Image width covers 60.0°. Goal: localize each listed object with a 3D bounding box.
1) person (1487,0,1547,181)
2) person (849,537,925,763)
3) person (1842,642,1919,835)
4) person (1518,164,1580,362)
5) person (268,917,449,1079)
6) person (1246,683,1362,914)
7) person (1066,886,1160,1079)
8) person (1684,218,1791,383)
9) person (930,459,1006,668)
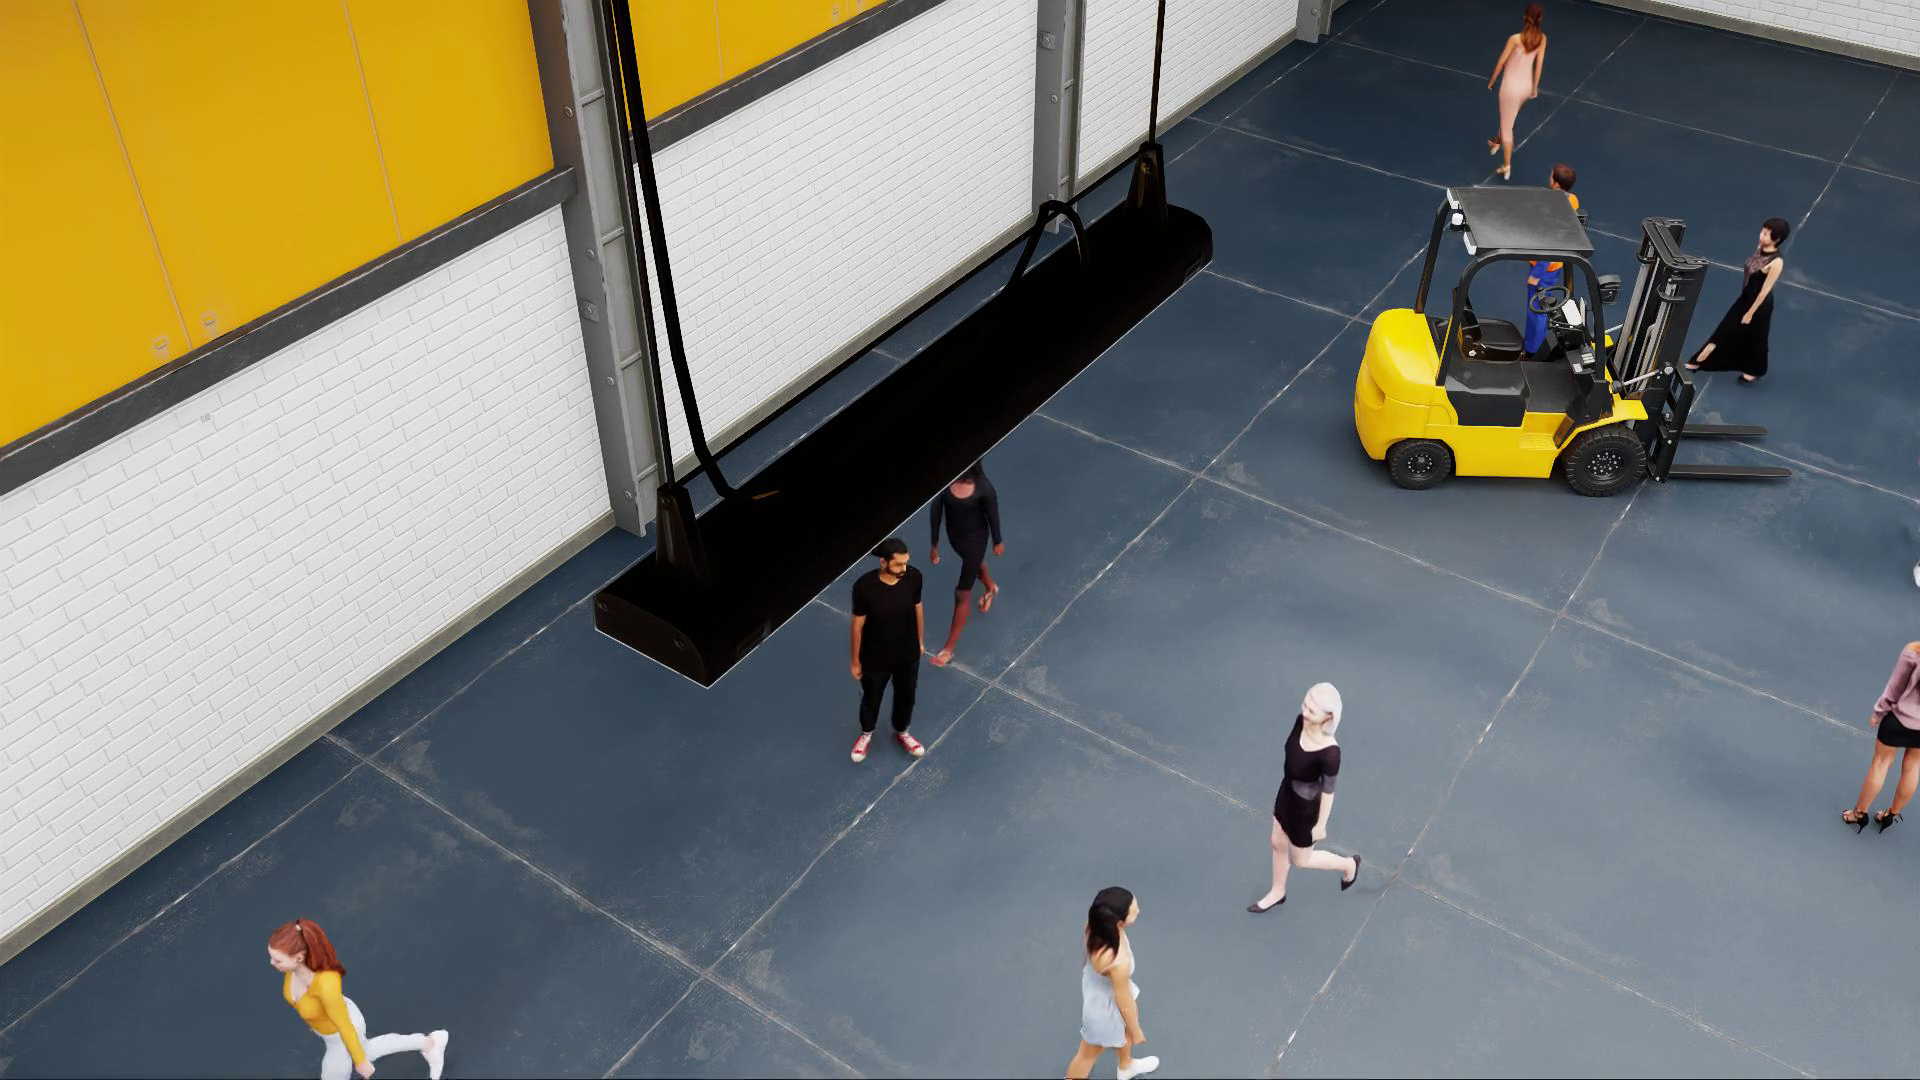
[{"bbox_3d":[5.784,-4.604,17.212,0.984,1.804,1.025,-8,39,-10],"label":"person"},{"bbox_3d":[-0.491,0.684,10.630,0.742,1.754,0.860,-10,40,-13],"label":"person"},{"bbox_3d":[5.769,1.103,10.059,0.682,1.811,0.662,7,39,9],"label":"person"},{"bbox_3d":[5.074,-2.386,14.387,0.755,1.862,0.561,20,43,23],"label":"person"},{"bbox_3d":[-3.065,2.446,8.454,0.767,1.716,1.202,29,47,31],"label":"person"},{"bbox_3d":[2.054,1.500,9.559,1.014,1.816,0.898,-11,40,-14],"label":"person"},{"bbox_3d":[0.656,2.385,8.533,0.951,1.712,0.879,-9,39,-11],"label":"person"},{"bbox_3d":[6.827,-1.983,14.124,1.025,1.561,1.037,-1,39,-1],"label":"person"},{"bbox_3d":[0.088,-0.023,11.587,0.693,1.664,1.252,18,42,21],"label":"person"}]
